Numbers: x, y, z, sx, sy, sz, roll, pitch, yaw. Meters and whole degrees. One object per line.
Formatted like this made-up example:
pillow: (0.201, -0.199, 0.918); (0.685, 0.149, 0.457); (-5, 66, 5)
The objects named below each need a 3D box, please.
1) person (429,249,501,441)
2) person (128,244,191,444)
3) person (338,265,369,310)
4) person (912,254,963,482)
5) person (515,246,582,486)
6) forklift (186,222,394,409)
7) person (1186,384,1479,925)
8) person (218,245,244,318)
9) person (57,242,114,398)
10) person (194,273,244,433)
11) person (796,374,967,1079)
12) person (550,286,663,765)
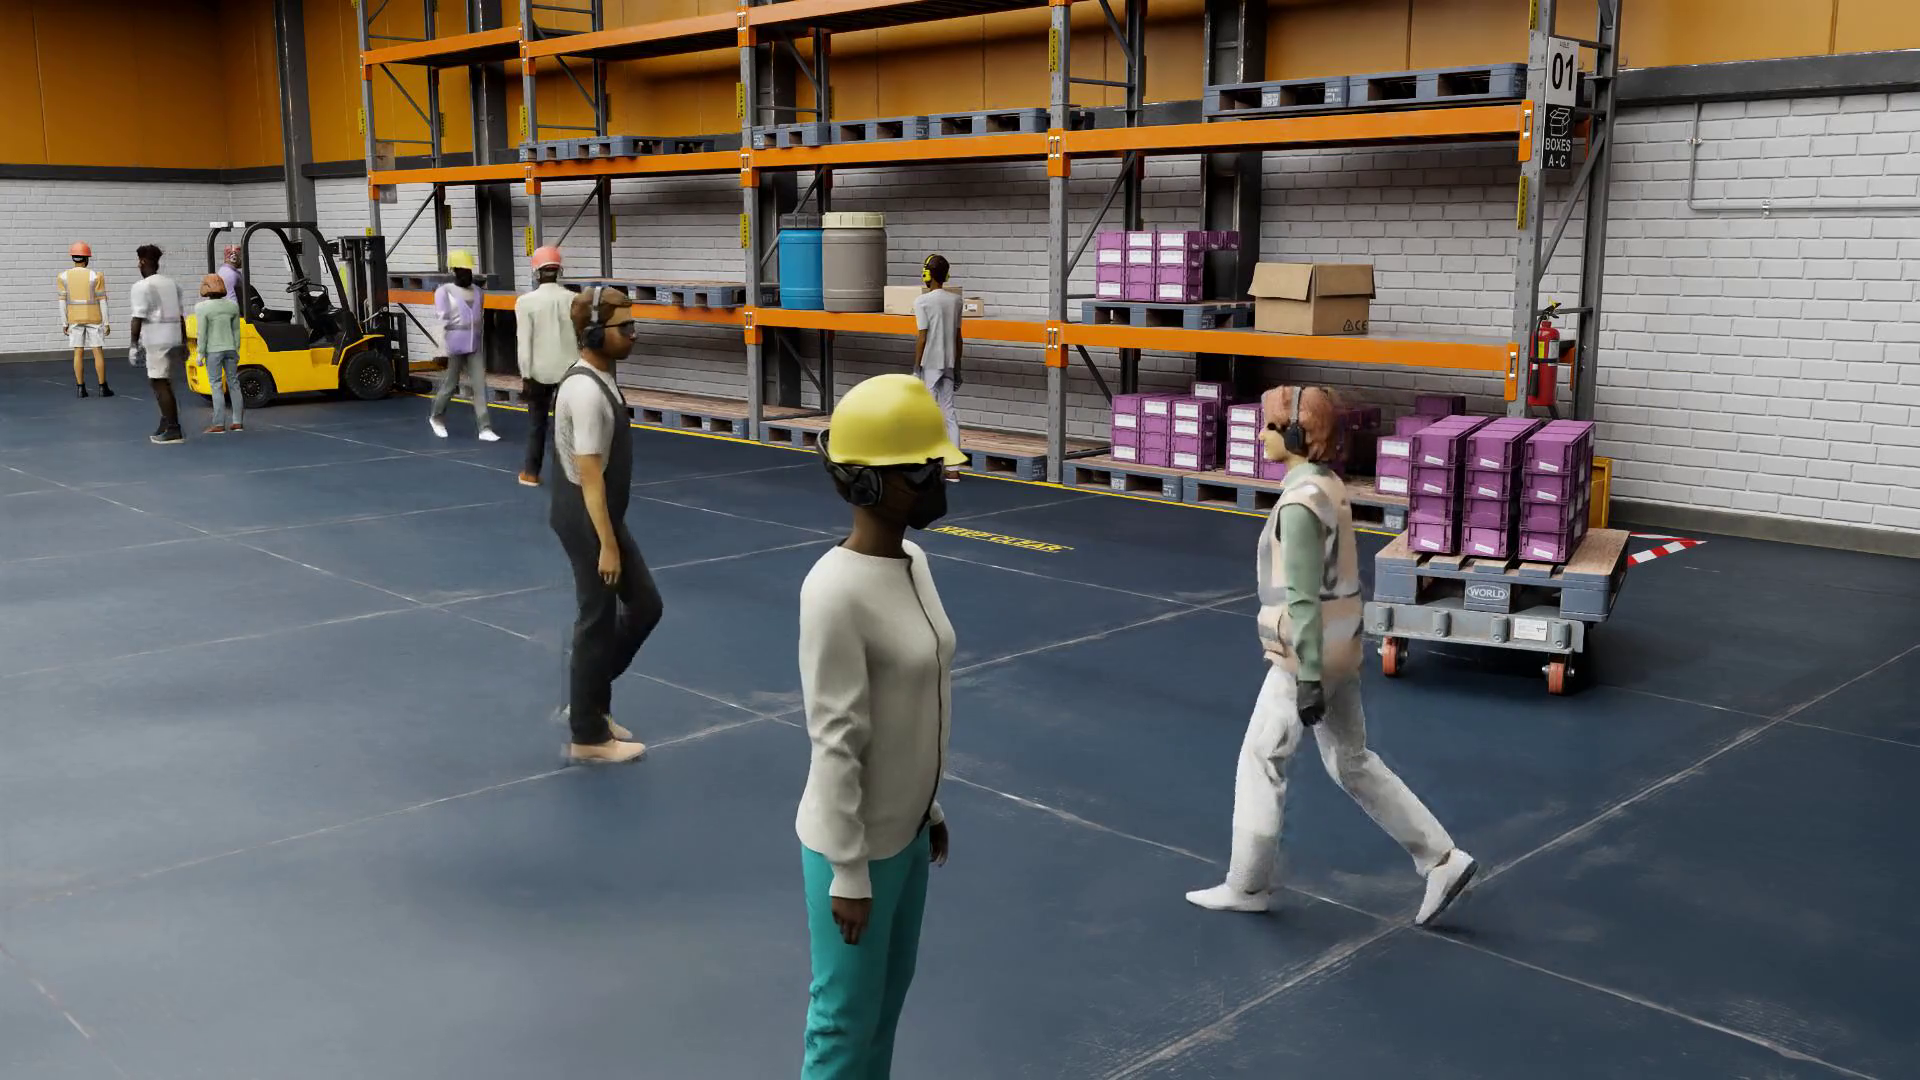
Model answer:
person: (-4.983, -1.935, 16.515); (0.936, 1.896, 0.603); (7, 13, 35)
person: (-7.839, -1.901, 16.196); (0.573, 1.929, 0.747); (2, 11, 10)
person: (-8.698, -3.301, 24.084); (0.627, 1.846, 0.429); (5, 11, 23)
person: (-0.196, -1.387, 13.576); (0.536, 1.869, 0.312); (-9, 14, -41)
person: (-3.217, -1.349, 13.188); (0.636, 1.942, 1.001); (-7, 12, -32)
forklift: (-8.169, -2.758, 20.163); (2.313, 2.155, 1.214); (-10, 14, -44)
person: (1.107, 0.351, 4.831); (0.787, 1.607, 0.527); (4, 11, 22)
person: (-9.132, -2.761, 20.995); (0.399, 1.900, 0.645); (-5, 12, -26)
person: (-10.938, -2.748, 20.810); (0.550, 1.935, 0.376); (-3, 11, -14)
person: (-7.612, -1.913, 17.088); (0.281, 1.633, 0.500); (6, 12, 29)
person: (-0.141, 0.566, 3.206); (0.316, 1.769, 0.523); (3, 11, 15)
person: (-1.339, -0.037, 6.303); (0.411, 1.831, 0.547); (-1, 10, -6)
